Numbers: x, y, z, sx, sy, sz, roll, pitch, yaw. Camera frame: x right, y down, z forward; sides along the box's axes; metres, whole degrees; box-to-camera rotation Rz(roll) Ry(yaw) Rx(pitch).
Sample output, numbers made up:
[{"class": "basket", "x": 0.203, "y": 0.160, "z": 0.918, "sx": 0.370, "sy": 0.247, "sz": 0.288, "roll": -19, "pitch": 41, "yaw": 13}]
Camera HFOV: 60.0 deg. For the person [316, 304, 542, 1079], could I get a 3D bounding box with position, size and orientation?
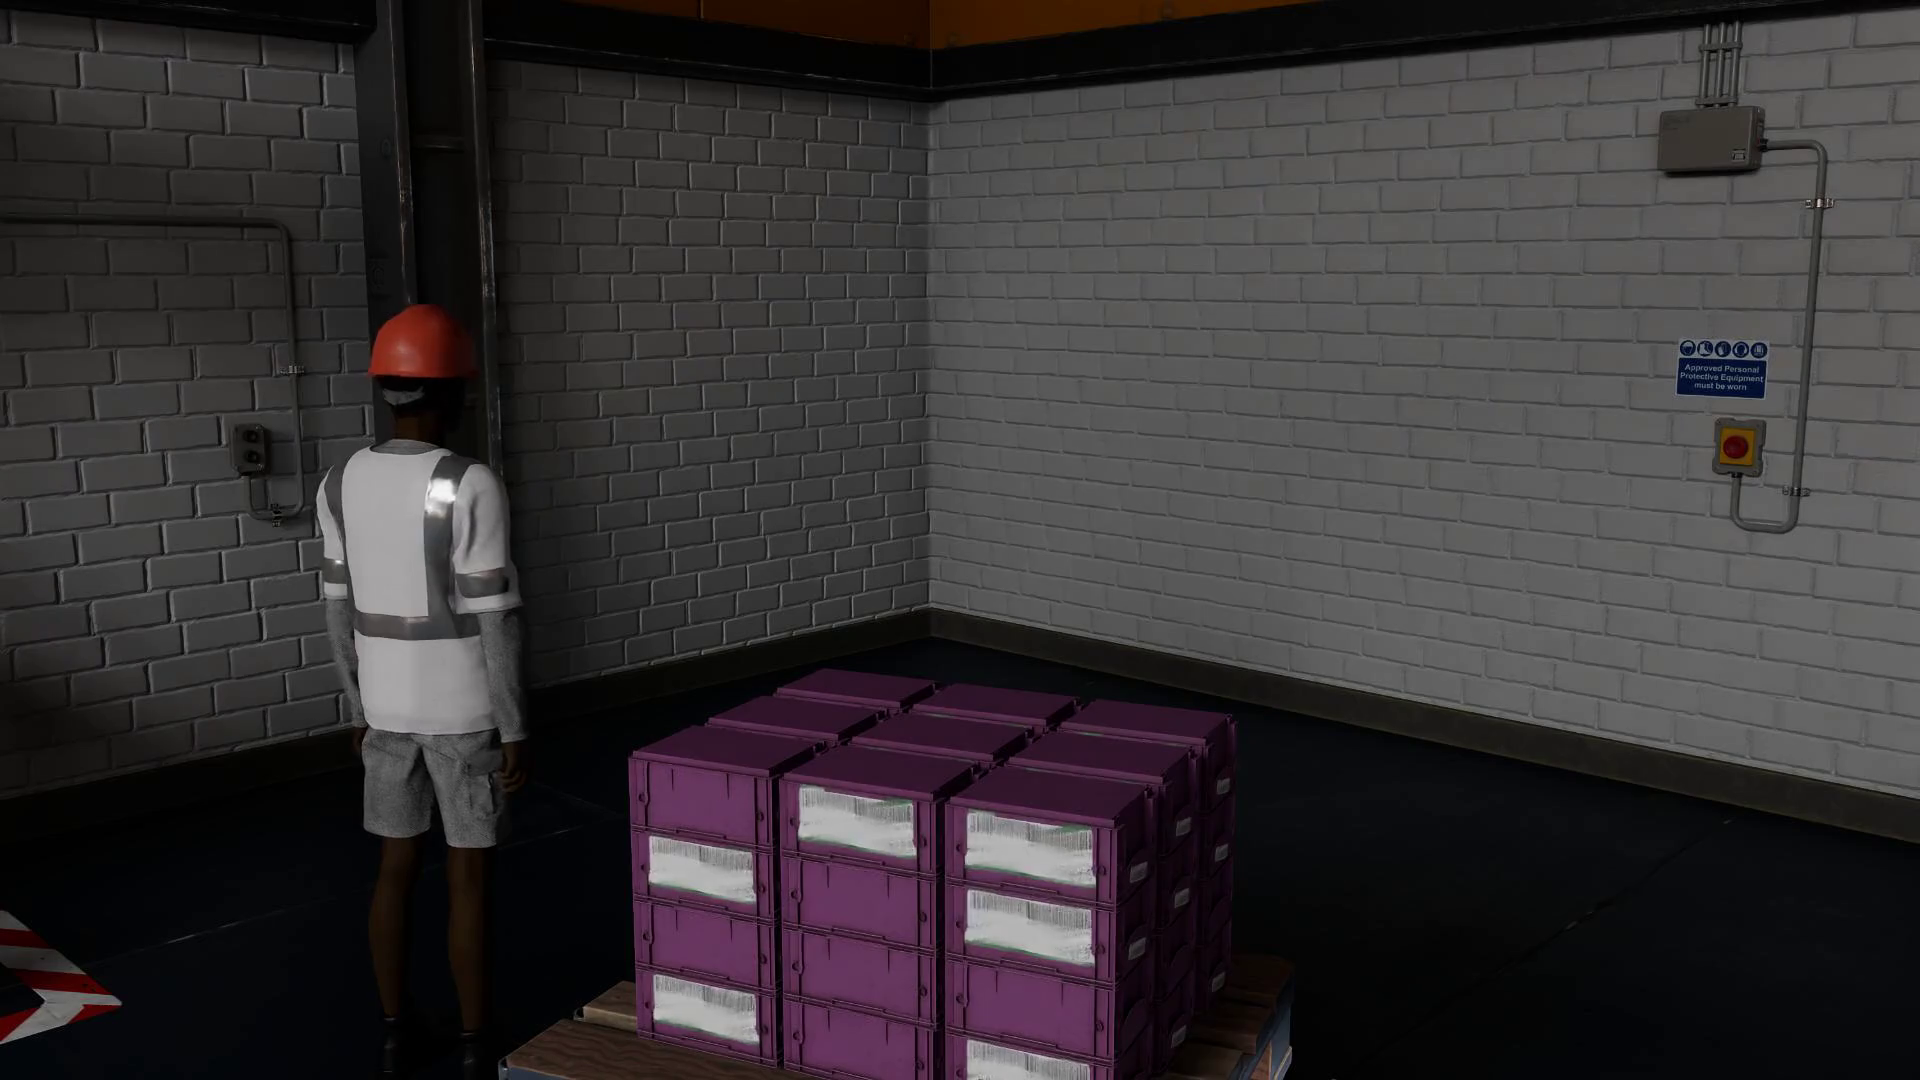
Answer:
[{"class": "person", "x": -1.271, "y": 0.400, "z": 4.079, "sx": 0.552, "sy": 1.935, "sz": 0.361, "roll": 4, "pitch": 10, "yaw": 23}]
